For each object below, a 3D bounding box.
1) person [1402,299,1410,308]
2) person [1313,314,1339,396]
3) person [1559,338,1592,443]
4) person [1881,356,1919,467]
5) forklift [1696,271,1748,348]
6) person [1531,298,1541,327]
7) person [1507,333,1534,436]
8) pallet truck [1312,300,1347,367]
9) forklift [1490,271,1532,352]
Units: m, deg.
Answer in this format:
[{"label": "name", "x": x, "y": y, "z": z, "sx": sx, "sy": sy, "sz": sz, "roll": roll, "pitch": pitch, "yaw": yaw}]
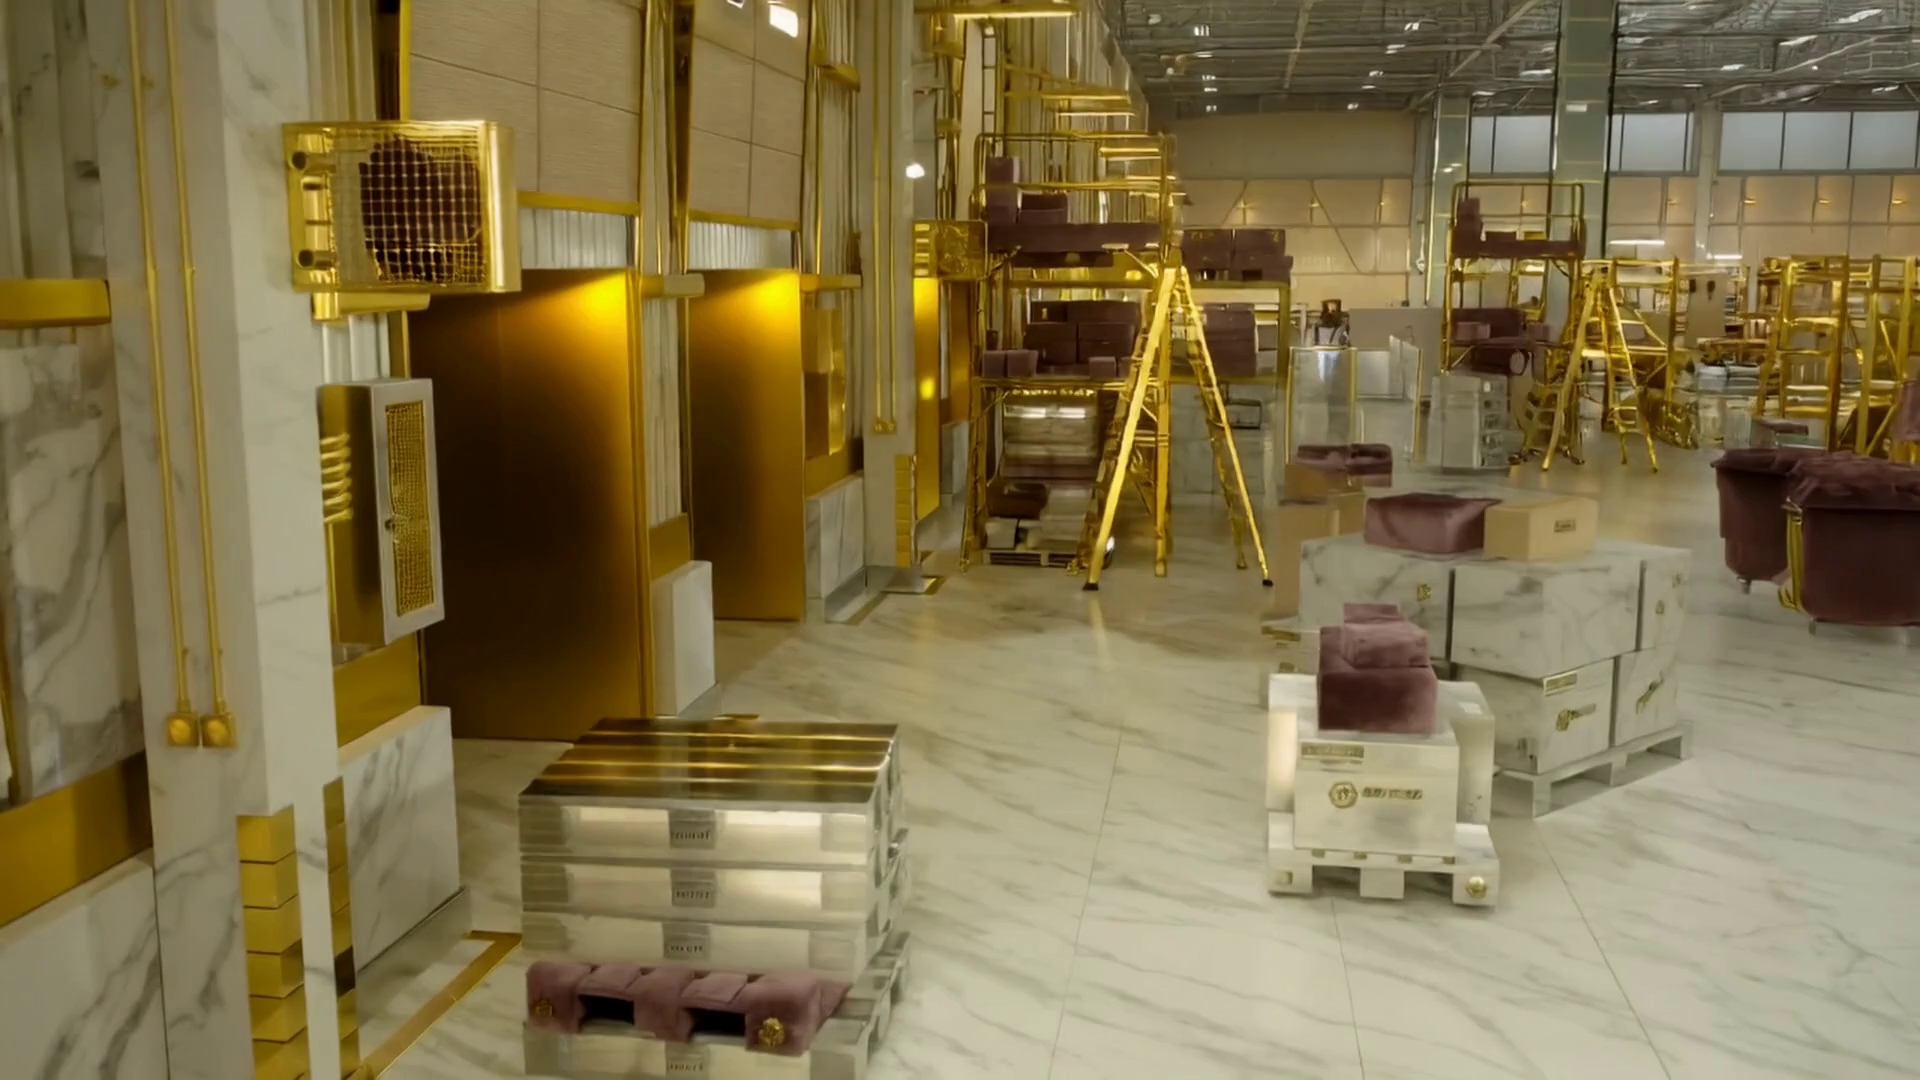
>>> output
[{"label": "person", "x": 14.300, "y": -6.777, "z": 53.461, "sx": 0.627, "sy": 1.940, "sz": 0.372, "roll": 2, "pitch": 9, "yaw": 10}, {"label": "person", "x": 8.312, "y": -4.194, "z": 37.734, "sx": 0.586, "sy": 1.869, "sz": 0.582, "roll": 4, "pitch": 10, "yaw": 24}, {"label": "person", "x": 10.154, "y": -2.462, "z": 27.469, "sx": 0.485, "sy": 1.738, "sz": 0.307, "roll": 2, "pitch": 9, "yaw": 10}, {"label": "person", "x": 10.945, "y": -1.188, "z": 19.224, "sx": 0.519, "sy": 1.865, "sz": 0.328, "roll": 2, "pitch": 9, "yaw": 10}, {"label": "forklift", "x": 21.439, "y": -6.277, "z": 47.479, "sx": 1.873, "sy": 2.768, "sz": 1.129, "roll": -3, "pitch": 10, "yaw": -17}, {"label": "person", "x": 19.699, "y": -7.292, "z": 56.722, "sx": 0.624, "sy": 1.915, "sz": 0.565, "roll": -2, "pitch": 9, "yaw": -14}, {"label": "person", "x": 9.147, "y": -2.469, "z": 27.217, "sx": 0.524, "sy": 1.828, "sz": 0.407, "roll": -6, "pitch": 11, "yaw": -34}, {"label": "pallet truck", "x": 11.159, "y": -6.200, "z": 49.718, "sx": 0.823, "sy": 1.965, "sz": 1.885, "roll": 4, "pitch": 10, "yaw": 26}, {"label": "forklift", "x": 13.422, "y": -5.322, "z": 41.591, "sx": 1.873, "sy": 2.768, "sz": 1.129, "roll": 1, "pitch": 9, "yaw": 9}]
